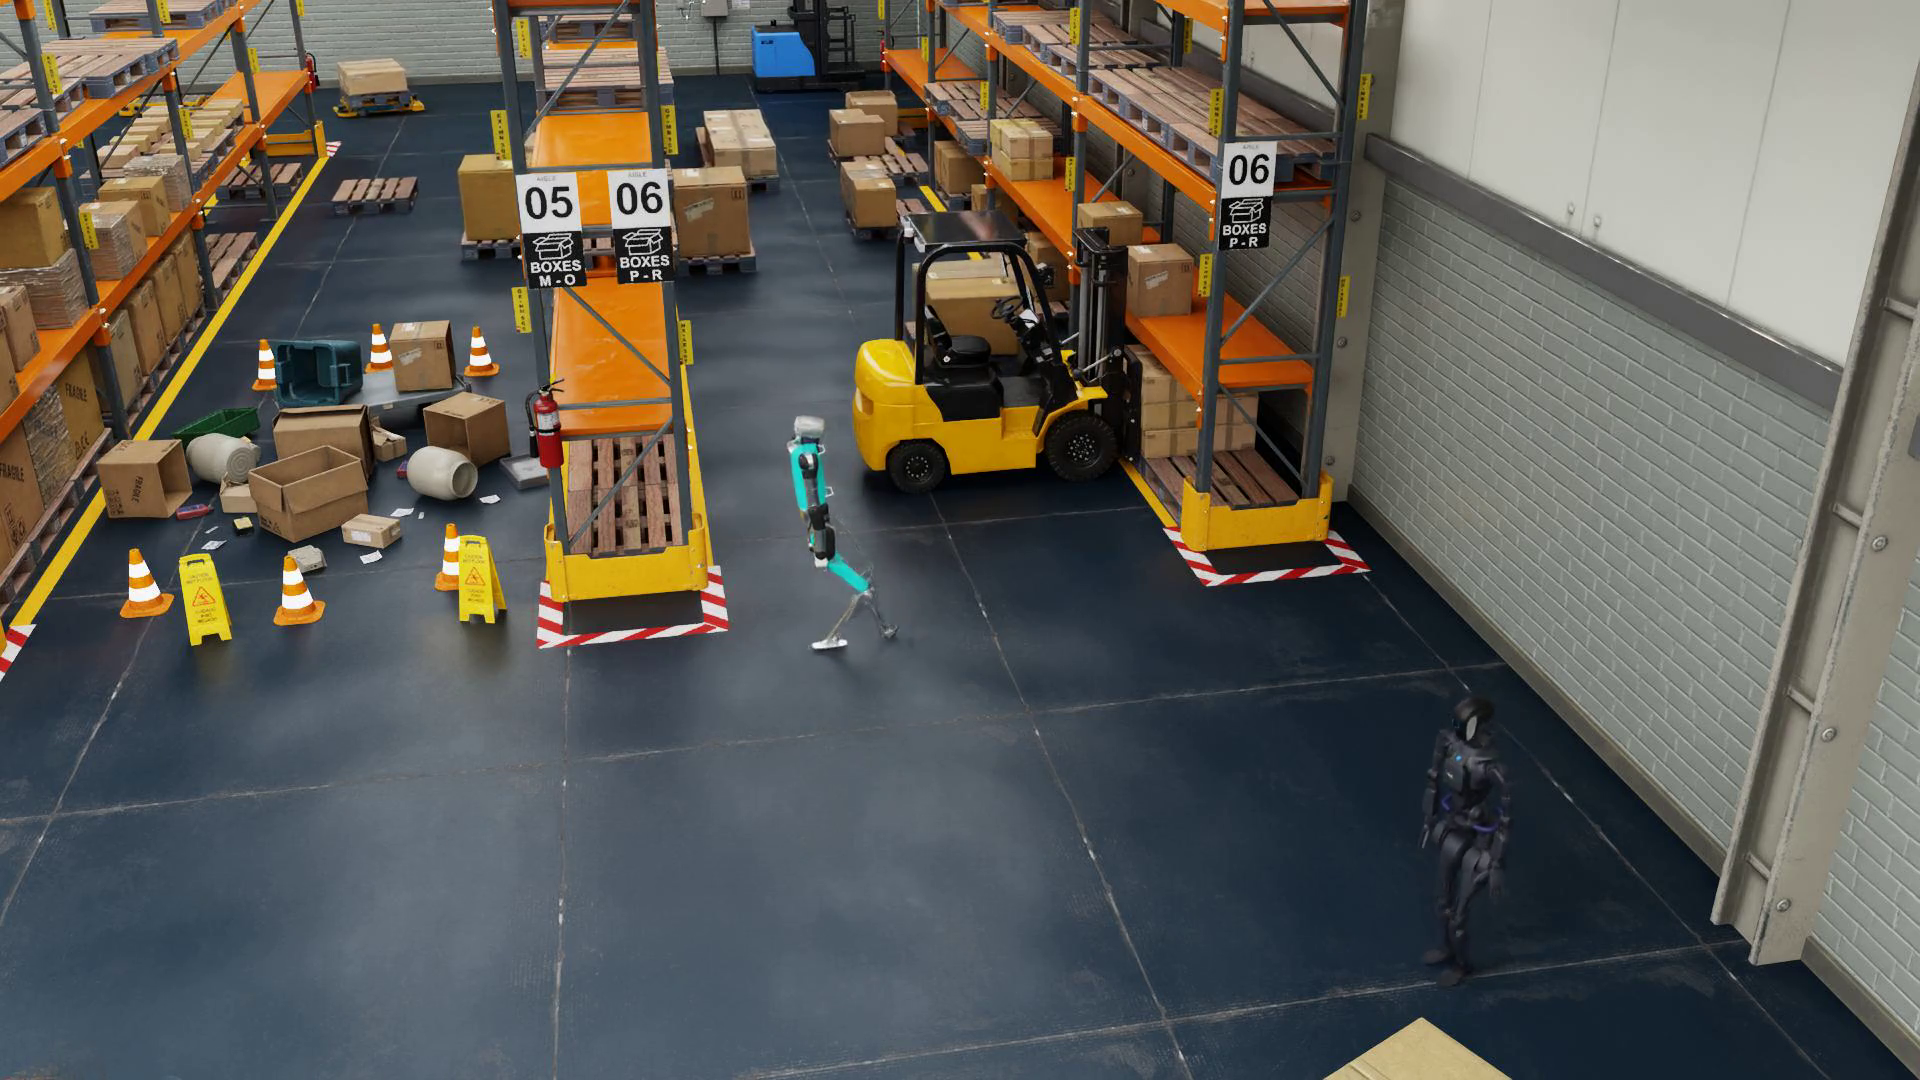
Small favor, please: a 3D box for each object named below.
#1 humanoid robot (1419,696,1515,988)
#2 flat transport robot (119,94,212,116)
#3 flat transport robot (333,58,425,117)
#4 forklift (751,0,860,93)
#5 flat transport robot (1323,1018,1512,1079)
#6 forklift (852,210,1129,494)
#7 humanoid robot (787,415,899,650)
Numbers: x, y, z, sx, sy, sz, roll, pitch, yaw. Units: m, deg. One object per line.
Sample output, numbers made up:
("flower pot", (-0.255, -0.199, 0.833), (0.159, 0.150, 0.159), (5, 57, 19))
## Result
("humanoid robot", (2.573, 1.508, 8.376), (0.375, 1.641, 0.599), (-14, 29, -27))
("flat transport robot", (-13.718, -7.518, 28.787), (1.431, 0.231, 0.659), (-5, 26, -10))
("flat transport robot", (-10.071, -7.523, 28.797), (1.431, 0.231, 0.659), (-12, 28, -24))
("forklift", (-2.872, -9.679, 30.288), (1.873, 2.768, 1.129), (-5, 26, -10))
("flat transport robot", (1.706, 3.192, 6.482), (1.431, 0.231, 0.659), (-5, 26, -10))
("forklift", (0.216, -1.659, 14.366), (2.313, 2.155, 1.214), (-5, 26, -10))
("humanoid robot", (-0.737, 0.000, 11.513), (0.853, 1.855, 0.556), (-5, 26, -10))
